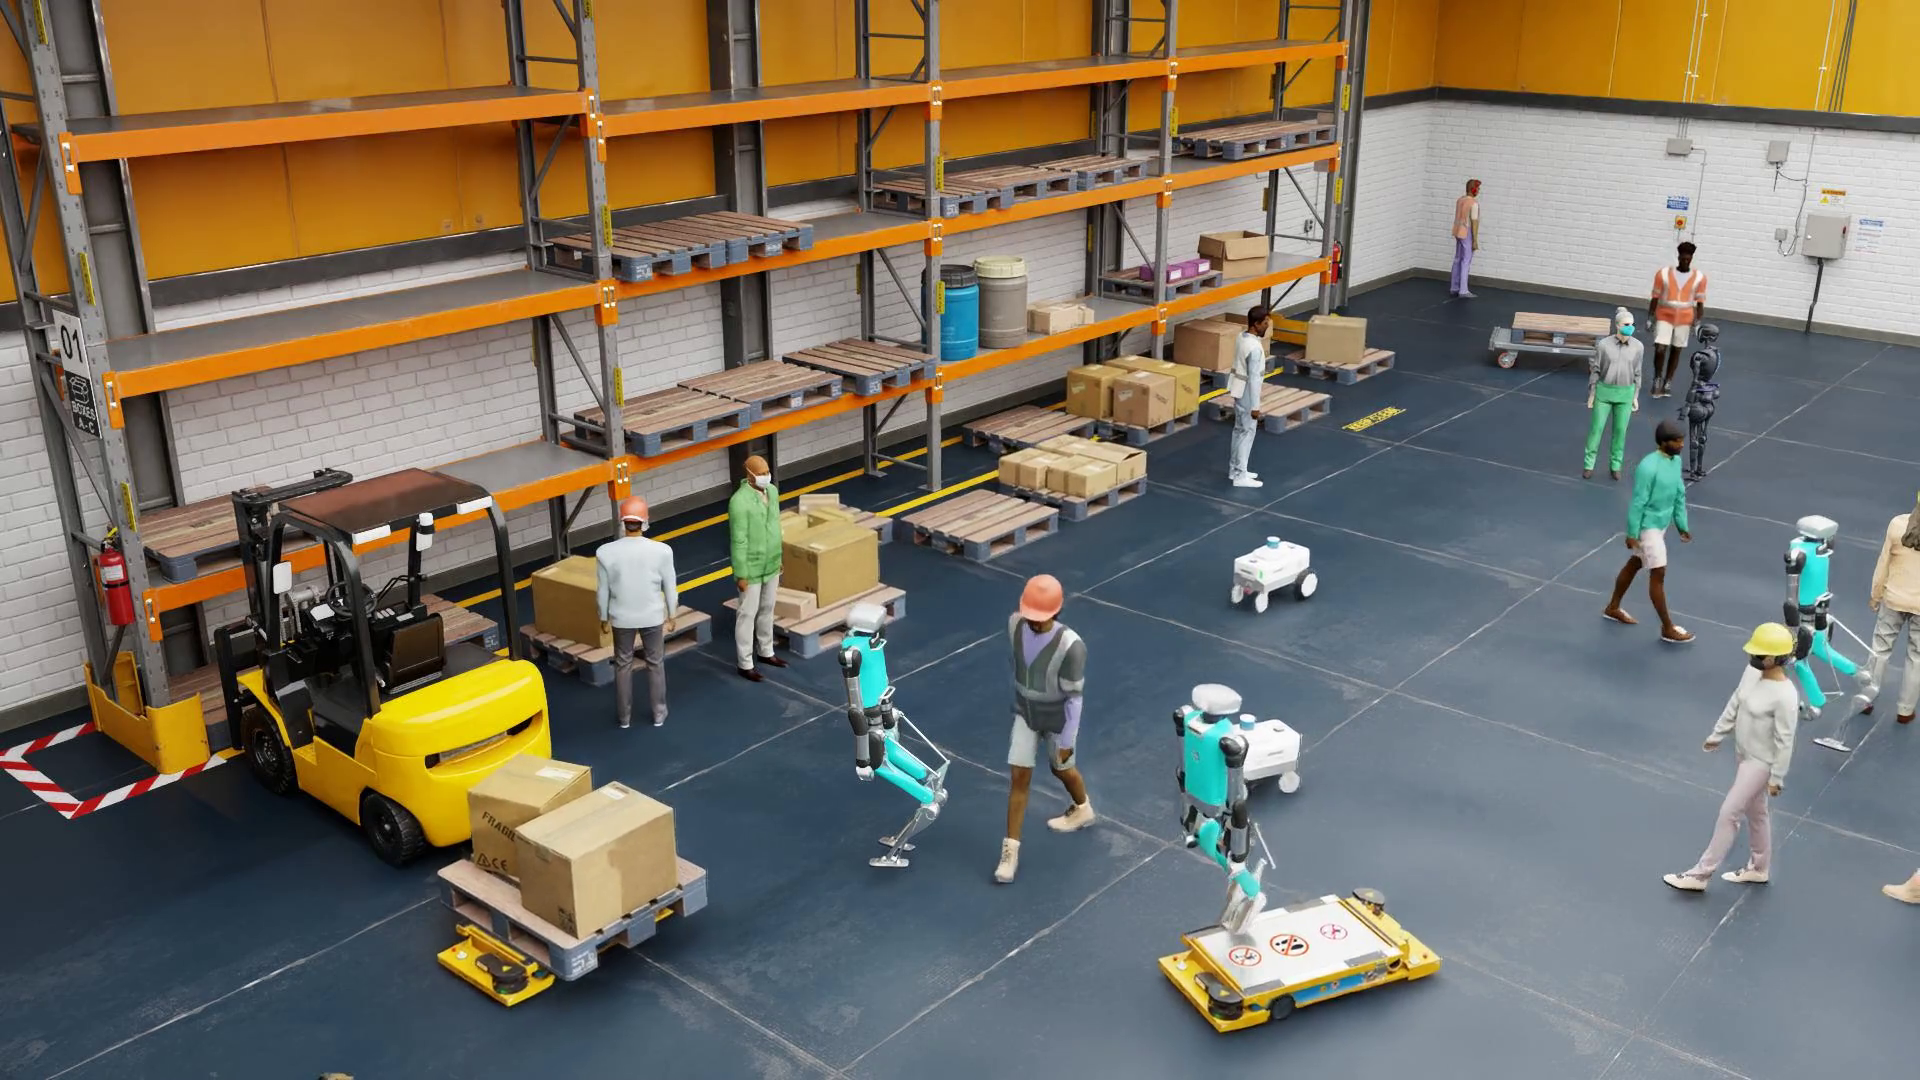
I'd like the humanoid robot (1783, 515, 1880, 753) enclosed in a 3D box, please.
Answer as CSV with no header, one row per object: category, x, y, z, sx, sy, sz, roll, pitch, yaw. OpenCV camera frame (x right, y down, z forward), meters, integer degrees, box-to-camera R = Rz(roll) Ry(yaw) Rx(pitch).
humanoid robot,5.984,0.715,11.498,0.546,1.731,1.013,-16,26,-37

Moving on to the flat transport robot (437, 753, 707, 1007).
flat transport robot,-2.219,2.188,9.622,0.659,0.231,1.431,16,26,37

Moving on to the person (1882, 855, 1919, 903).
person,5.998,1.349,9.753,0.754,1.755,0.558,6,21,15

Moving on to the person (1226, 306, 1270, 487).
person,2.981,-1.484,17.215,0.413,1.907,0.597,-2,20,-6

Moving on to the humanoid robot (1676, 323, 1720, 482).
humanoid robot,7.748,-1.450,17.426,0.315,1.657,0.599,18,27,40

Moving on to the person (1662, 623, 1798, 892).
person,4.616,1.299,9.910,0.733,1.742,0.542,1,20,4

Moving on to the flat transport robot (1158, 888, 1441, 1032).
flat transport robot,1.890,2.323,9.256,1.431,0.231,0.659,-9,22,-22

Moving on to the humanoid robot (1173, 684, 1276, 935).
humanoid robot,1.511,1.594,9.137,0.655,1.813,0.533,-12,23,-29

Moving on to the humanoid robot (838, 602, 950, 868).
humanoid robot,-0.338,1.200,9.993,0.735,1.673,0.533,6,21,16

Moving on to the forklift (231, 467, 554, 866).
forklift,-3.730,0.710,10.856,2.313,2.155,1.214,17,26,38

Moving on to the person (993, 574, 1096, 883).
person,0.510,1.066,10.227,0.658,1.969,1.024,16,25,36

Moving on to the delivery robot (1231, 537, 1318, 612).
delivery robot,2.711,0.271,14.420,0.805,0.606,0.499,-17,26,-39

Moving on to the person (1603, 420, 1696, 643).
person,5.744,-0.079,13.535,0.521,1.807,0.925,-16,26,-37

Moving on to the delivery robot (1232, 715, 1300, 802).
delivery robot,1.912,1.450,11.168,0.739,0.566,0.499,-9,22,-22

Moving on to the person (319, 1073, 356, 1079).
person,-2.074,2.688,5.860,0.627,1.939,0.376,16,26,37

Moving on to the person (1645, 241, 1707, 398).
person,8.764,-2.674,20.369,0.642,1.945,0.624,6,21,15

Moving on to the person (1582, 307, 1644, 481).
person,6.855,-1.527,17.436,0.523,1.829,0.332,4,21,11

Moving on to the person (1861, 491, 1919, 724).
person,6.905,0.445,12.045,0.569,1.868,0.409,13,24,31

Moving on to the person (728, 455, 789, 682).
person,-1.555,0.199,12.826,0.384,1.781,0.551,12,23,30

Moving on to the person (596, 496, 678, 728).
person,-2.324,0.521,12.011,0.575,1.738,0.351,-3,21,-9

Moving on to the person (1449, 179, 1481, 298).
person,7.934,-4.731,26.103,0.391,1.840,0.564,-5,21,-13
